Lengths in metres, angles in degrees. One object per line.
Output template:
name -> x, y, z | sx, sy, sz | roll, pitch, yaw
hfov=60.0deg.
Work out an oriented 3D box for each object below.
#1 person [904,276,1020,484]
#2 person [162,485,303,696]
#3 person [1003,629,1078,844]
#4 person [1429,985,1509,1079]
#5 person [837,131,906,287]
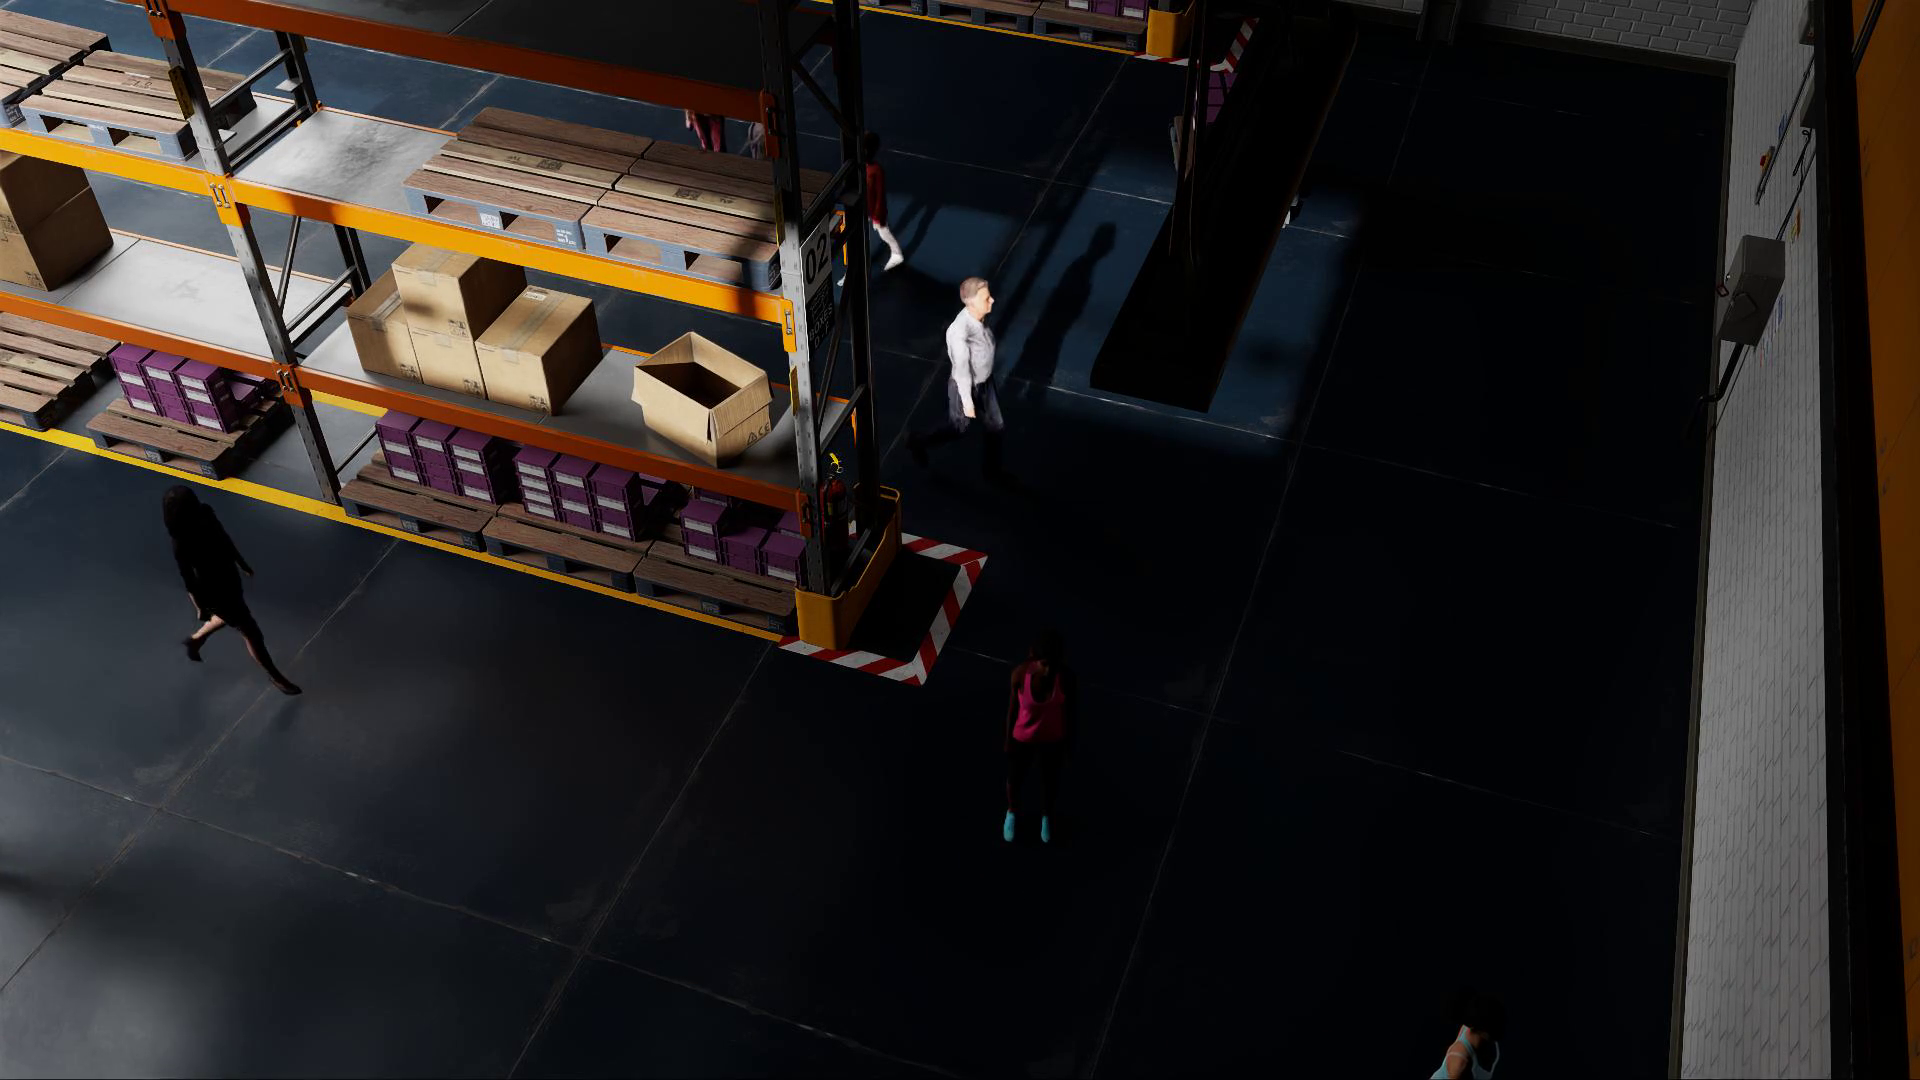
person -> -0.003, -1.139, 12.081 | 1.132, 1.793, 0.708 | 18, 46, 18
person -> -4.763, 0.316, 10.568 | 1.135, 1.772, 0.792 | 3, 44, 3
person -> 0.473, 1.117, 9.764 | 0.590, 1.724, 0.695 | 3, 44, 3
person -> 2.384, 2.723, 8.047 | 0.649, 1.765, 0.636 | 24, 49, 23
person -> -0.694, -2.845, 14.171 | 0.963, 1.380, 0.815 | 31, 52, 28
